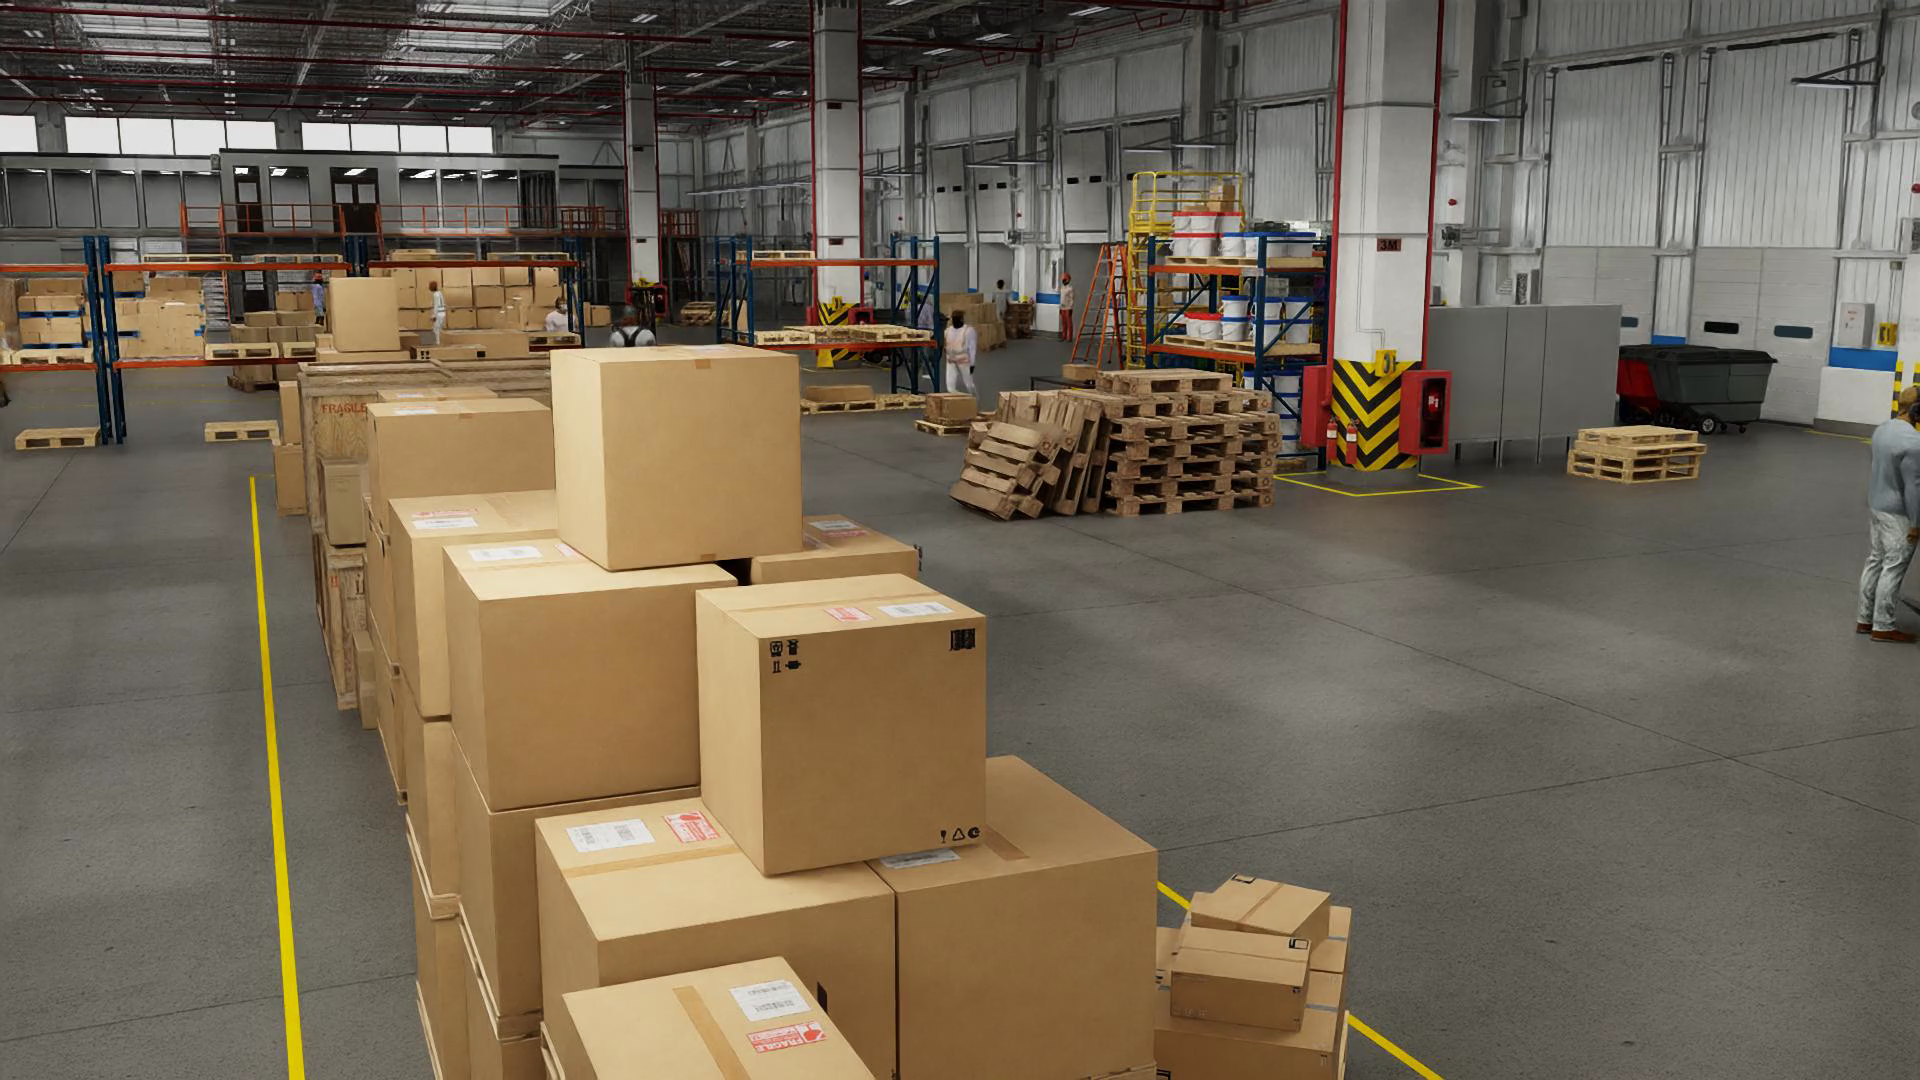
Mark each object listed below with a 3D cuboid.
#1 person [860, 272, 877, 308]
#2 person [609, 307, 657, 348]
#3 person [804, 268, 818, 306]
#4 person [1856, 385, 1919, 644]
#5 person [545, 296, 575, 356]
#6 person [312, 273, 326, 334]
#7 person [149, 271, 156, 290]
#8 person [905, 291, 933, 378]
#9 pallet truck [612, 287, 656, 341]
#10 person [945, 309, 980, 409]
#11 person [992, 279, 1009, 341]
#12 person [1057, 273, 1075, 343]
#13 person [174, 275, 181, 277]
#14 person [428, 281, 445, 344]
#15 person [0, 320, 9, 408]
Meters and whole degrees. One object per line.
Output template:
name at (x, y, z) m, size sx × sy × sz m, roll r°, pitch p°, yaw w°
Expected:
person at (-3.052, -7.844, 54.648) m, size 0.641 × 1.891 × 1.021 m, roll -1°, pitch 10°, yaw -5°
person at (-4.912, -2.561, 25.114) m, size 0.685 × 2.000 × 1.061 m, roll 1°, pitch 10°, yaw 3°
person at (-5.987, -10.107, 67.366) m, size 0.624 × 1.809 × 0.887 m, roll -4°, pitch 11°, yaw -23°
person at (6.965, -0.189, 12.368) m, size 0.380 × 1.929 × 0.634 m, roll 0°, pitch 10°, yaw 2°
person at (-7.341, -3.525, 30.712) m, size 0.371 × 1.940 × 0.627 m, roll 9°, pitch 14°, yaw 42°
person at (-19.463, -7.134, 50.594) m, size 0.545 × 1.942 × 0.354 m, roll 9°, pitch 13°, yaw 40°
person at (-27.757, -8.327, 57.331) m, size 0.356 × 1.883 × 0.572 m, roll -7°, pitch 13°, yaw -36°
person at (-0.829, -4.418, 35.813) m, size 0.753 × 1.885 × 0.362 m, roll 4°, pitch 11°, yaw 22°
pallet truck at (-6.464, -4.406, 35.401) m, size 0.823 × 1.965 × 1.885 m, roll 6°, pitch 12°, yaw 32°
person at (0.030, -3.041, 28.429) m, size 0.622 × 1.809 × 0.862 m, roll 5°, pitch 11°, yaw 26°
person at (1.151, -6.558, 47.731) m, size 0.528 × 1.835 × 0.939 m, roll -4°, pitch 11°, yaw -21°
person at (3.065, -6.695, 48.026) m, size 0.381 × 1.994 × 0.622 m, roll -6°, pitch 12°, yaw -30°
person at (-26.147, -7.961, 55.592) m, size 0.971 × 1.775 × 0.550 m, roll 3°, pitch 11°, yaw 19°
person at (-14.023, -6.018, 44.629) m, size 0.384 × 1.869 × 0.635 m, roll -3°, pitch 11°, yaw -15°
person at (-17.117, -3.270, 29.352) m, size 0.547 × 1.921 × 0.432 m, roll 1°, pitch 10°, yaw 4°
